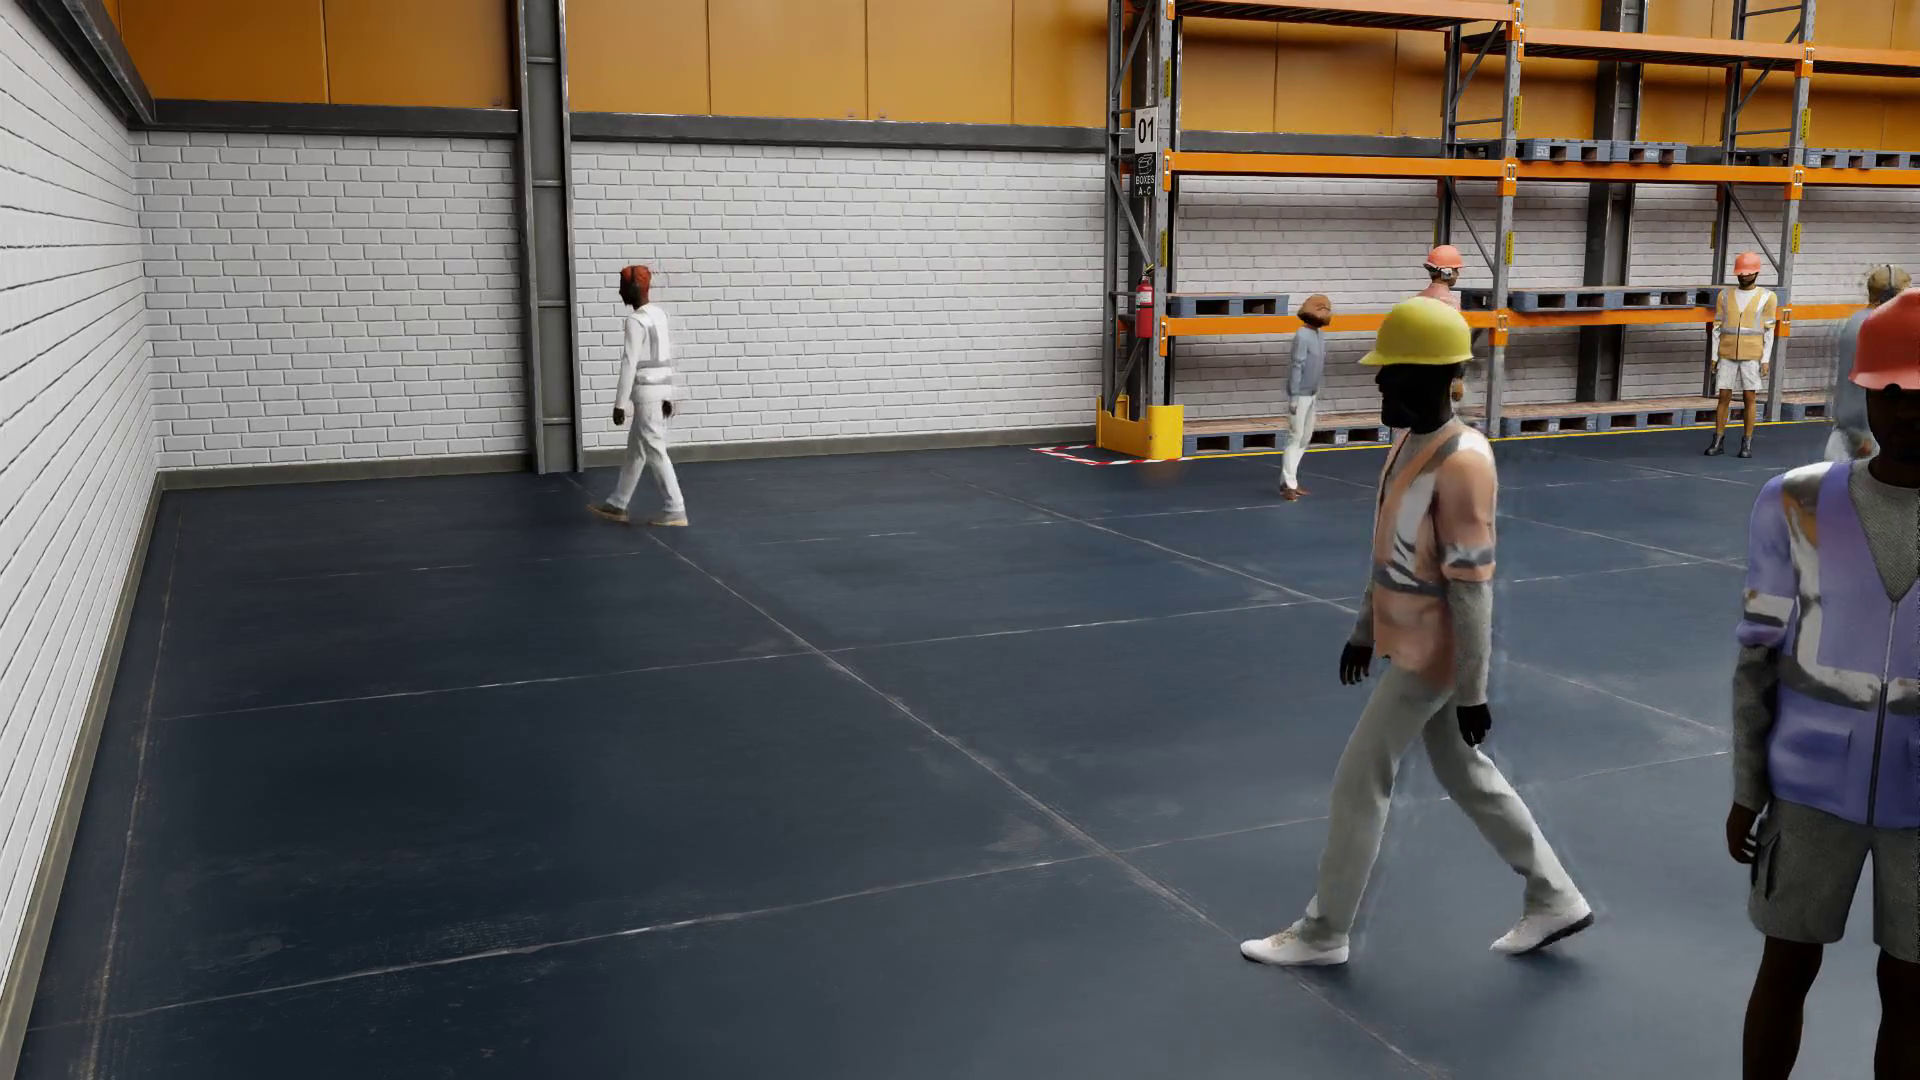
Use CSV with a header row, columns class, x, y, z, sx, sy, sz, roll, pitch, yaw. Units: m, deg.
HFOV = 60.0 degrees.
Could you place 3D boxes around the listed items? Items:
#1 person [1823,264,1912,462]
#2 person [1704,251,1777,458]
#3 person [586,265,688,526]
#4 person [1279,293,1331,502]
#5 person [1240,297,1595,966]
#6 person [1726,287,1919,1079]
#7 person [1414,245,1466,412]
class,x,y,z,sx,sy,sz,roll,pitch,yaw
person,5.457,-0.708,10.042,1.011,1.897,0.643,1,10,5
person,7.332,-1.733,15.626,0.542,1.930,0.367,8,13,37
person,-2.322,-1.015,11.826,0.808,1.850,0.605,1,10,7
person,2.695,-1.114,13.048,0.352,1.624,0.594,6,12,30
person,1.331,0.276,4.579,0.970,1.886,0.592,1,10,6
person,1.778,0.489,3.223,0.546,1.939,0.375,6,12,30
person,3.713,-1.283,12.935,0.376,1.995,0.612,-3,11,-18
